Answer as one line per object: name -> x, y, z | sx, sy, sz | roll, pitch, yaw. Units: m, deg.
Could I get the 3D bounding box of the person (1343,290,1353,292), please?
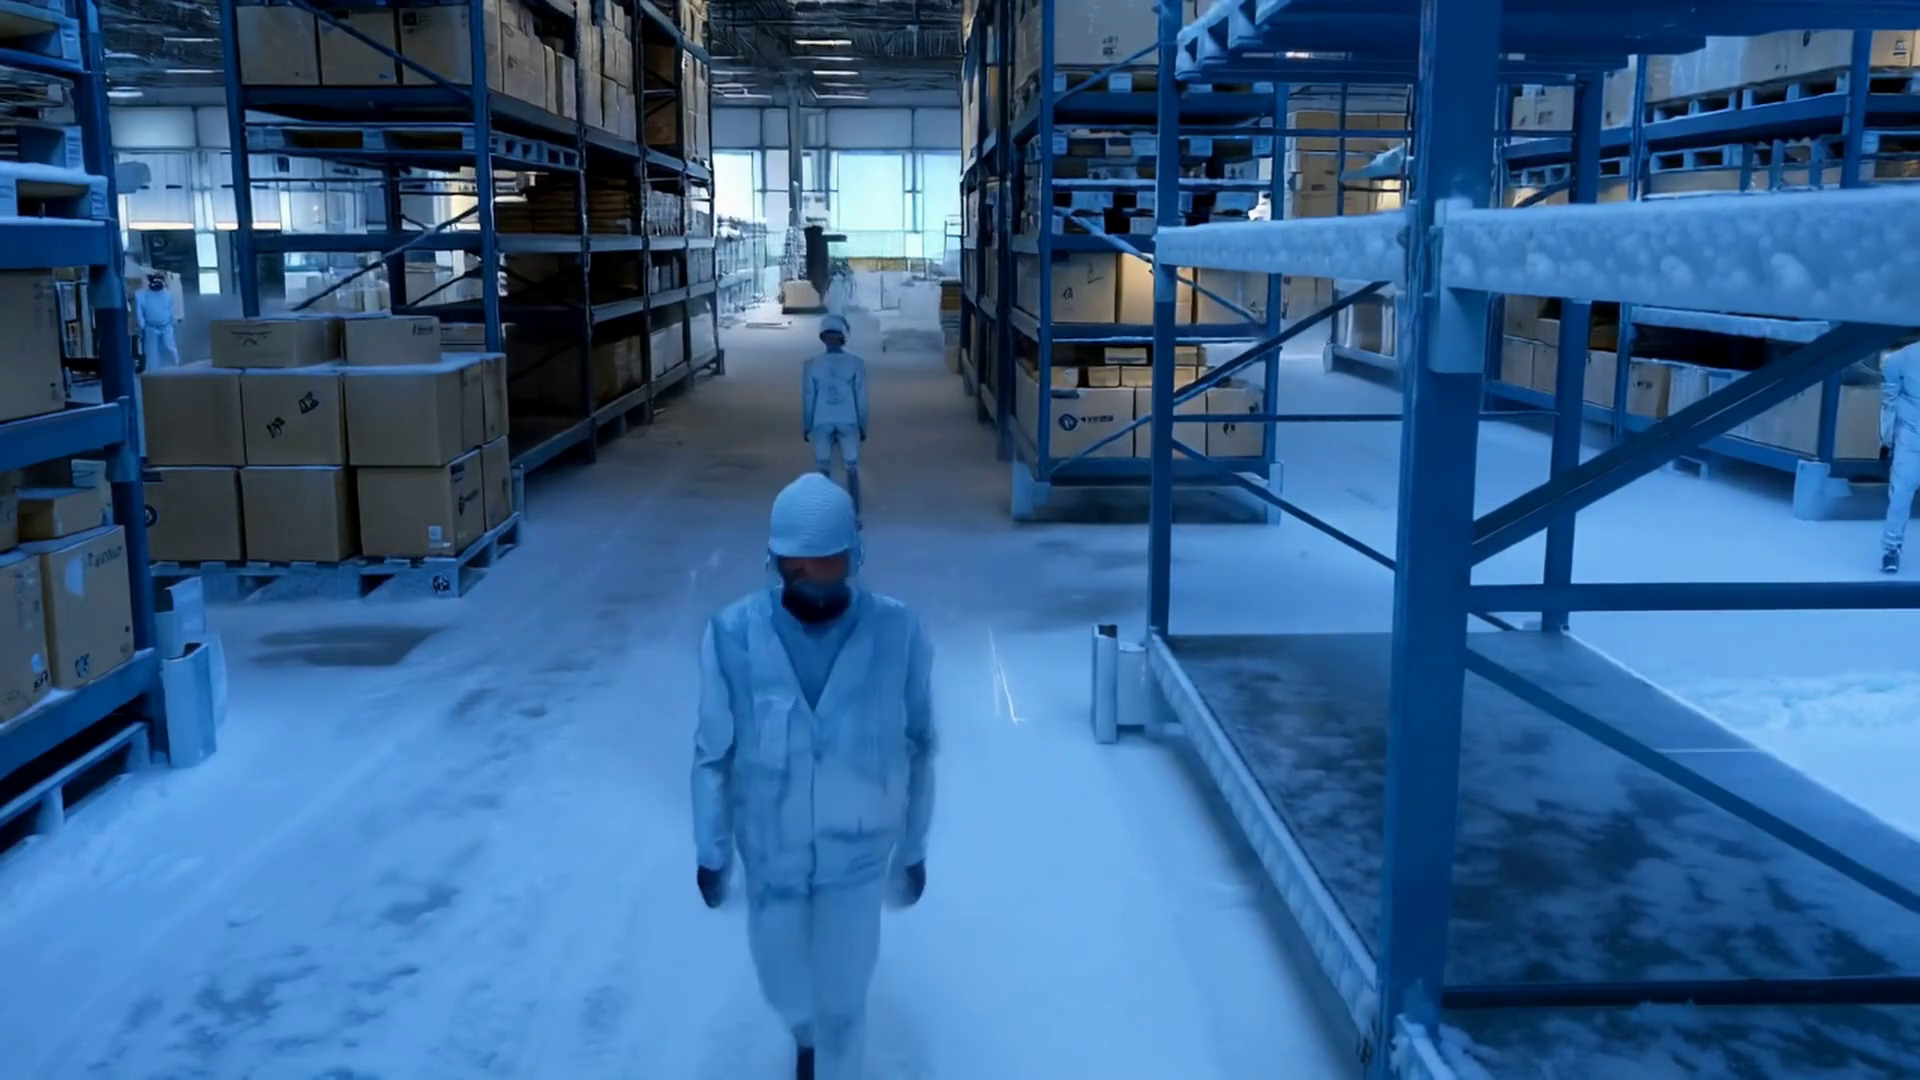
person -> 7.579, -4.322, 31.988 | 0.787, 1.884, 0.577 | 4, 11, 20

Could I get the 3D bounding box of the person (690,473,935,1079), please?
person -> -0.363, 0.710, 4.179 | 0.599, 1.803, 0.816 | 0, 10, 0

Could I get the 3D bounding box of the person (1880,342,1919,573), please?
person -> 6.860, -0.696, 11.743 | 0.651, 1.898, 0.395 | 4, 11, 22

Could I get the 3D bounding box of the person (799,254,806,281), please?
person -> -5.683, -9.584, 61.326 | 0.801, 1.888, 0.566 | 9, 14, 42

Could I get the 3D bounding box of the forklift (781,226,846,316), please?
forklift -> -4.627, -8.441, 52.142 | 1.873, 2.768, 1.129 | -3, 11, -16

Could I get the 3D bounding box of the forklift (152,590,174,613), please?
forklift -> -5.858, -0.811, 9.639 | 1.873, 2.768, 1.129 | -1, 10, -3

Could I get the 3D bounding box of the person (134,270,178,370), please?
person -> -13.072, -3.457, 27.168 | 0.794, 1.877, 0.656 | 9, 14, 43

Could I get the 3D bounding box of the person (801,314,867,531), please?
person -> -1.016, -0.939, 13.457 | 0.526, 1.769, 0.330 | -1, 10, -4

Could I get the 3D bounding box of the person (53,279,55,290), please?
person -> -20.512, -5.286, 37.133 | 0.379, 1.959, 0.602 | 9, 13, 40

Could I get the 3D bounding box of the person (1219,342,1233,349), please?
person -> 5.780, -5.161, 36.381 | 0.498, 1.972, 0.638 | -7, 13, -35

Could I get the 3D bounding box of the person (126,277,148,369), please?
person -> -15.195, -4.013, 30.816 | 0.551, 1.677, 0.490 | -5, 11, -26

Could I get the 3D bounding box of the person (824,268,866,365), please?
person -> -2.171, -3.924, 29.776 | 1.000, 1.892, 0.631 | -3, 11, -15

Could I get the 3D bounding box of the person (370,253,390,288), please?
person -> -15.965, -6.903, 45.918 | 0.536, 2.000, 0.688 | -1, 10, -5

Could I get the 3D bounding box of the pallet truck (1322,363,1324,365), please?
pallet truck -> 7.712, -4.157, 30.737 | 1.885, 1.965, 0.823 | 3, 11, 16

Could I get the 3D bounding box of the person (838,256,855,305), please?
person -> -3.982, -9.003, 58.200 | 0.630, 1.831, 0.589 | -7, 12, -33
